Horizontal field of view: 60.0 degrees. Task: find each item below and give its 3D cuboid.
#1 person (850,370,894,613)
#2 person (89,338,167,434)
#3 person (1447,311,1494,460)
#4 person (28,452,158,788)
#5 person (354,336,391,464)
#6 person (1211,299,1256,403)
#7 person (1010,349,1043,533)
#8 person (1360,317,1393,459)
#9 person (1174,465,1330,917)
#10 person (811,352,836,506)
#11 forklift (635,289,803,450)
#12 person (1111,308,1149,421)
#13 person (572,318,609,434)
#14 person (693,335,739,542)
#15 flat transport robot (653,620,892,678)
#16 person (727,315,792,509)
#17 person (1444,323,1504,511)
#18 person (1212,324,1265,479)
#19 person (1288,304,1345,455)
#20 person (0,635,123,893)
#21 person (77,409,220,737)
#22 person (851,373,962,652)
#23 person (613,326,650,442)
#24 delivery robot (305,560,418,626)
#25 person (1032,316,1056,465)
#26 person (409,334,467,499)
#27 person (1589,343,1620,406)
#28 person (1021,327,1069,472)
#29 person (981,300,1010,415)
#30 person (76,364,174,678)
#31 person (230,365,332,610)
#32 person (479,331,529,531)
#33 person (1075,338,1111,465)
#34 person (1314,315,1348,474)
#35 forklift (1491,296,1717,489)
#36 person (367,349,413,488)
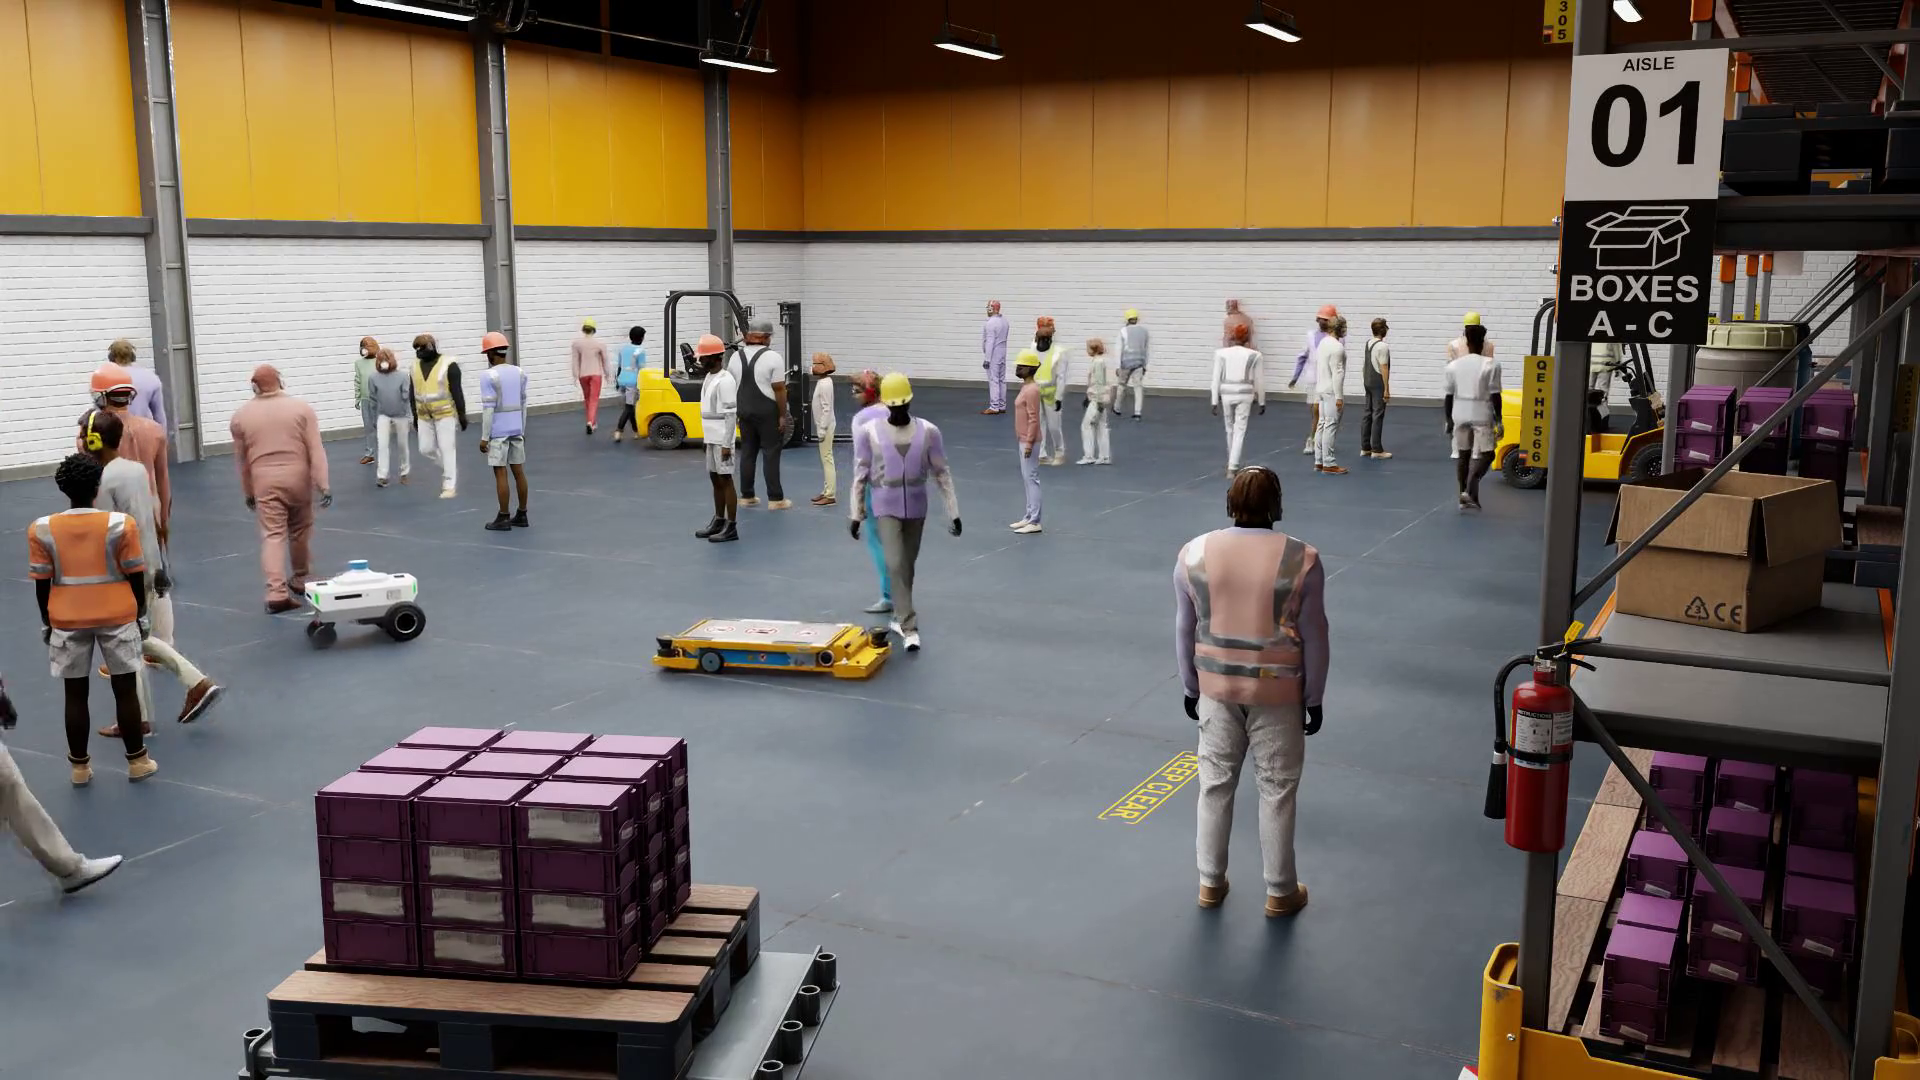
[{"bbox_3d":[-0.566,-0.360,12.460,0.423,1.827,0.664,7,12,34],"label":"person"},{"bbox_3d":[-7.762,-0.940,15.599,0.643,1.904,0.959,-7,12,-37],"label":"person"},{"bbox_3d":[6.619,-1.998,21.616,0.587,1.930,0.355,4,11,21],"label":"person"},{"bbox_3d":[-4.360,0.405,8.376,0.532,1.697,0.320,-3,10,-16],"label":"person"},{"bbox_3d":[-7.466,-1.770,21.155,0.507,1.632,0.267,2,10,13],"label":"person"},{"bbox_3d":[4.983,-3.390,29.918,0.943,1.855,0.659,7,12,37],"label":"person"},{"bbox_3d":[0.645,-0.951,16.018,0.298,1.772,0.533,-1,10,-4],"label":"person"},{"bbox_3d":[5.472,-1.989,21.806,0.338,1.846,0.514,-3,10,-19],"label":"person"},{"bbox_3d":[1.187,0.612,6.760,0.627,1.846,0.429,4,11,24],"label":"person"},{"bbox_3d":[-1.461,-1.184,17.762,0.285,1.633,0.497,-1,10,-6],"label":"person"},{"bbox_3d":[-3.358,-2.392,23.136,2.313,2.155,1.214,-1,10,-5],"label":"forklift"},{"bbox_3d":[2.733,-2.836,26.856,0.624,1.786,0.923,-3,10,-16],"label":"person"},{"bbox_3d":[-5.534,-2.458,24.883,0.525,1.731,0.866,0,10,-1],"label":"person"},{"bbox_3d":[-2.277,-0.943,15.507,0.375,1.931,0.542,-6,11,-29],"label":"person"},{"bbox_3d":[-1.213,0.690,10.852,1.431,0.197,0.652,2,10,12],"label":"flat transport robot"},{"bbox_3d":[-2.074,-1.352,17.560,0.688,2.000,0.536,5,11,28],"label":"person"},{"bbox_3d":[5.352,-1.280,17.378,0.673,1.959,0.541,9,13,43],"label":"person"},{"bbox_3d":[3.385,-1.689,20.095,0.606,1.828,0.989,4,11,21],"label":"person"},{"bbox_3d":[4.803,-2.156,22.288,0.632,2.011,0.733,-7,12,-36],"label":"person"},{"bbox_3d":[-3.961,0.721,6.809,0.835,1.592,0.544,-5,11,-28],"label":"person"},{"bbox_3d":[-4.526,0.193,9.204,0.555,1.839,0.571,0,10,0],"label":"person"},{"bbox_3d":[-0.351,-0.188,11.282,0.712,1.870,0.911,-3,10,-17],"label":"person"},{"bbox_3d":[-4.713,-2.214,23.665,0.589,1.651,0.737,8,13,39],"label":"person"},{"bbox_3d":[-4.156,0.382,11.546,0.707,0.478,0.477,-6,12,-31],"label":"delivery robot"},{"bbox_3d":[1.056,-1.905,21.218,0.358,1.882,0.574,-1,10,-7],"label":"person"},{"bbox_3d":[-5.742,-1.375,18.408,0.711,1.812,0.549,2,10,14],"label":"person"},{"bbox_3d":[9.903,-2.667,25.794,0.602,1.829,0.418,5,11,28],"label":"person"},{"bbox_3d":[1.060,-1.763,20.697,0.608,1.795,0.932,3,10,18],"label":"person"},{"bbox_3d":[0.561,-3.046,27.755,0.404,1.909,0.636,5,11,28],"label":"person"},{"bbox_3d":[-5.292,-0.117,10.539,0.388,1.992,0.625,5,11,25],"label":"person"},{"bbox_3d":[-5.178,-0.411,12.733,0.697,1.839,0.983,-3,10,-15],"label":"person"},{"bbox_3d":[-4.447,-1.053,16.144,0.371,1.931,0.543,6,12,31],"label":"person"},{"bbox_3d":[1.658,-1.747,21.065,0.549,1.623,0.523,1,10,6],"label":"person"},{"bbox_3d":[4.537,-1.774,20.295,0.355,1.936,0.637,-1,10,-6],"label":"person"},{"bbox_3d":[7.296,-1.677,18.993,2.313,2.155,1.214,5,11,27],"label":"forklift"},{"bbox_3d":[-6.523,-1.389,19.080,0.512,1.585,0.865,-2,10,-9],"label":"person"}]
